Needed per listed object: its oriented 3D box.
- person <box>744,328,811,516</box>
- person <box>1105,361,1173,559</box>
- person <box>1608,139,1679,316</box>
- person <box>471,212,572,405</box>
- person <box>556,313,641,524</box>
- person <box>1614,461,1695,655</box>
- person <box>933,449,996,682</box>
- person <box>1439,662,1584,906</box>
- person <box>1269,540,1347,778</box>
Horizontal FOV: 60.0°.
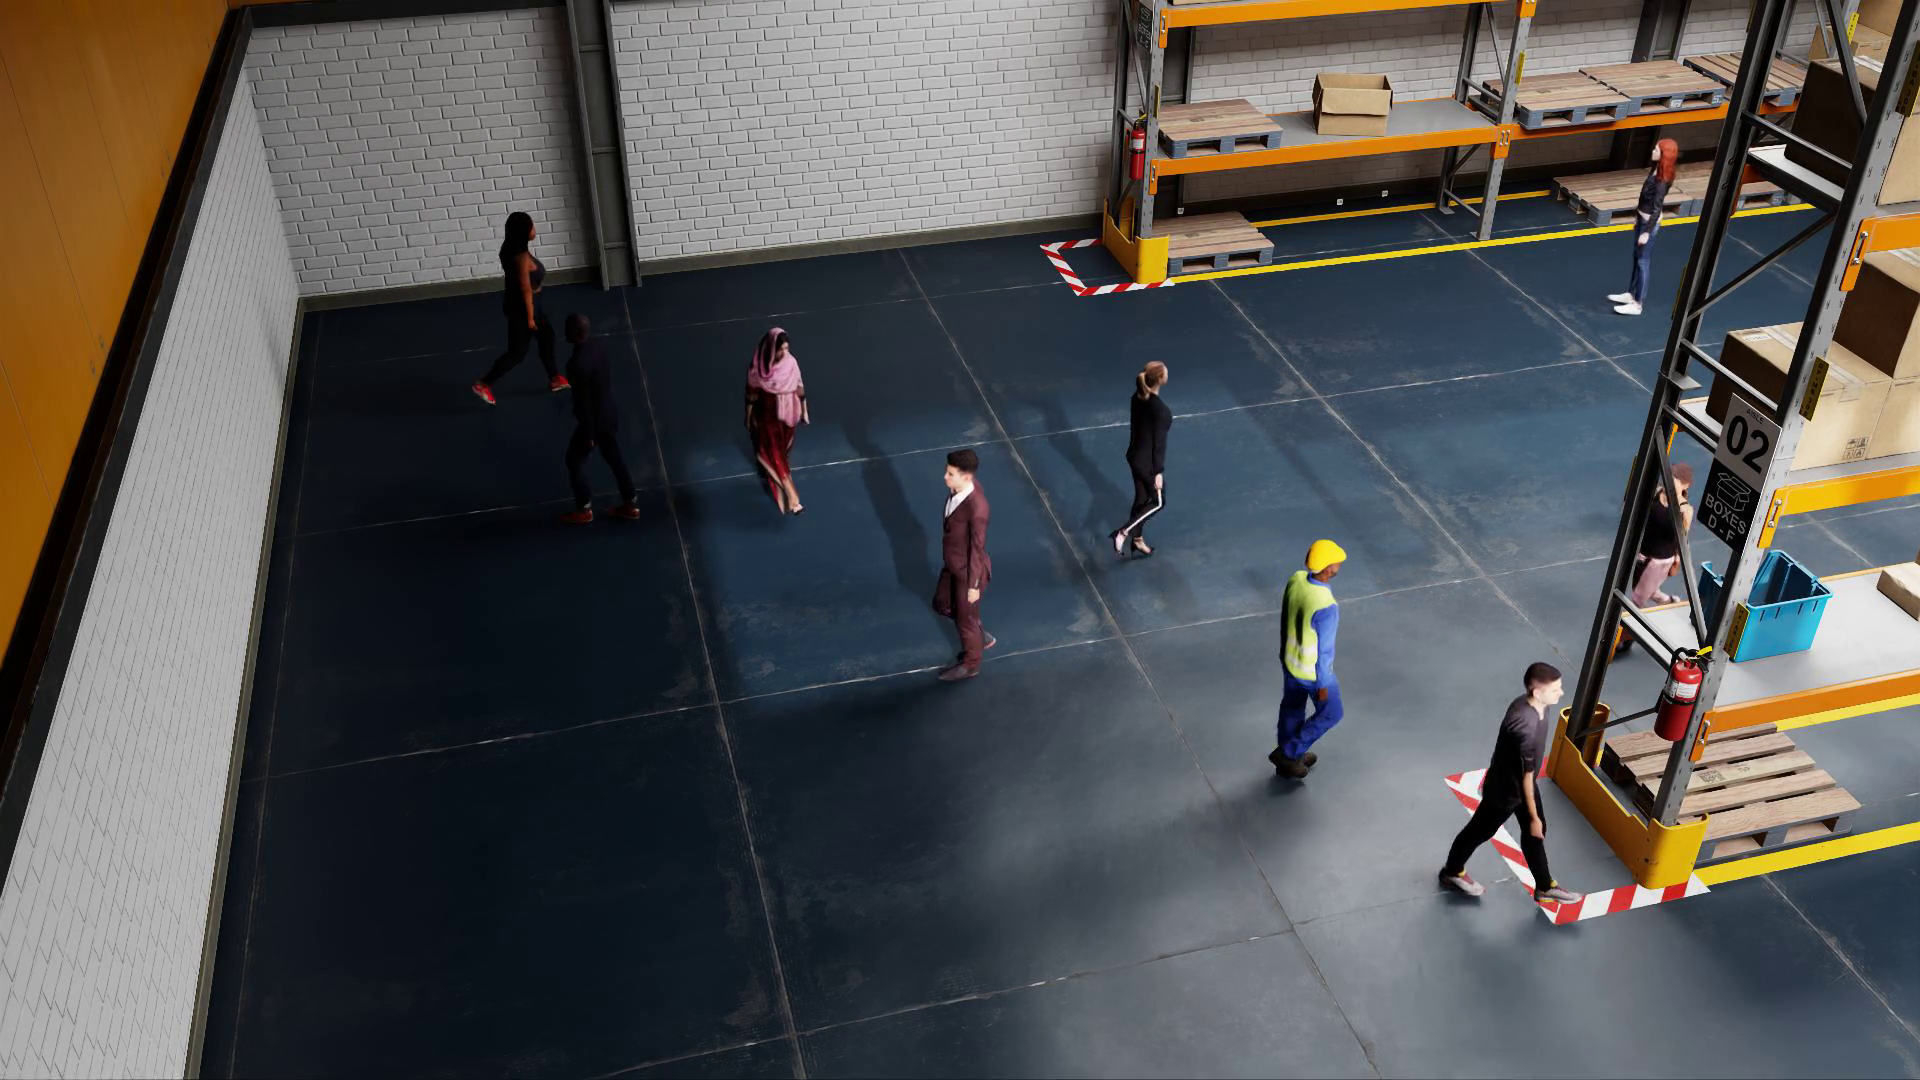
[{"bbox_3d":[-1.541,-1.018,13.460,1.166,1.589,0.982,-22,39,-29],"label":"person"},{"bbox_3d":[1.348,-0.551,12.663,0.786,1.693,0.708,-16,37,-22],"label":"person"},{"bbox_3d":[6.778,-3.096,16.408,0.665,1.786,0.657,6,34,9],"label":"person"},{"bbox_3d":[-3.979,-2.027,14.811,1.250,1.774,0.801,-13,36,-19],"label":"person"},{"bbox_3d":[-2.790,-0.932,13.153,1.021,1.785,0.919,5,34,8],"label":"person"},{"bbox_3d":[5.001,0.095,11.829,0.989,1.542,0.629,-14,36,-19],"label":"person"},{"bbox_3d":[0.115,0.159,11.450,0.677,1.854,0.704,-9,35,-14],"label":"person"},{"bbox_3d":[3.111,1.423,9.661,1.101,1.729,1.069,21,39,28],"label":"person"},{"bbox_3d":[2.140,0.790,10.543,0.703,1.807,0.719,-13,36,-18],"label":"person"}]
